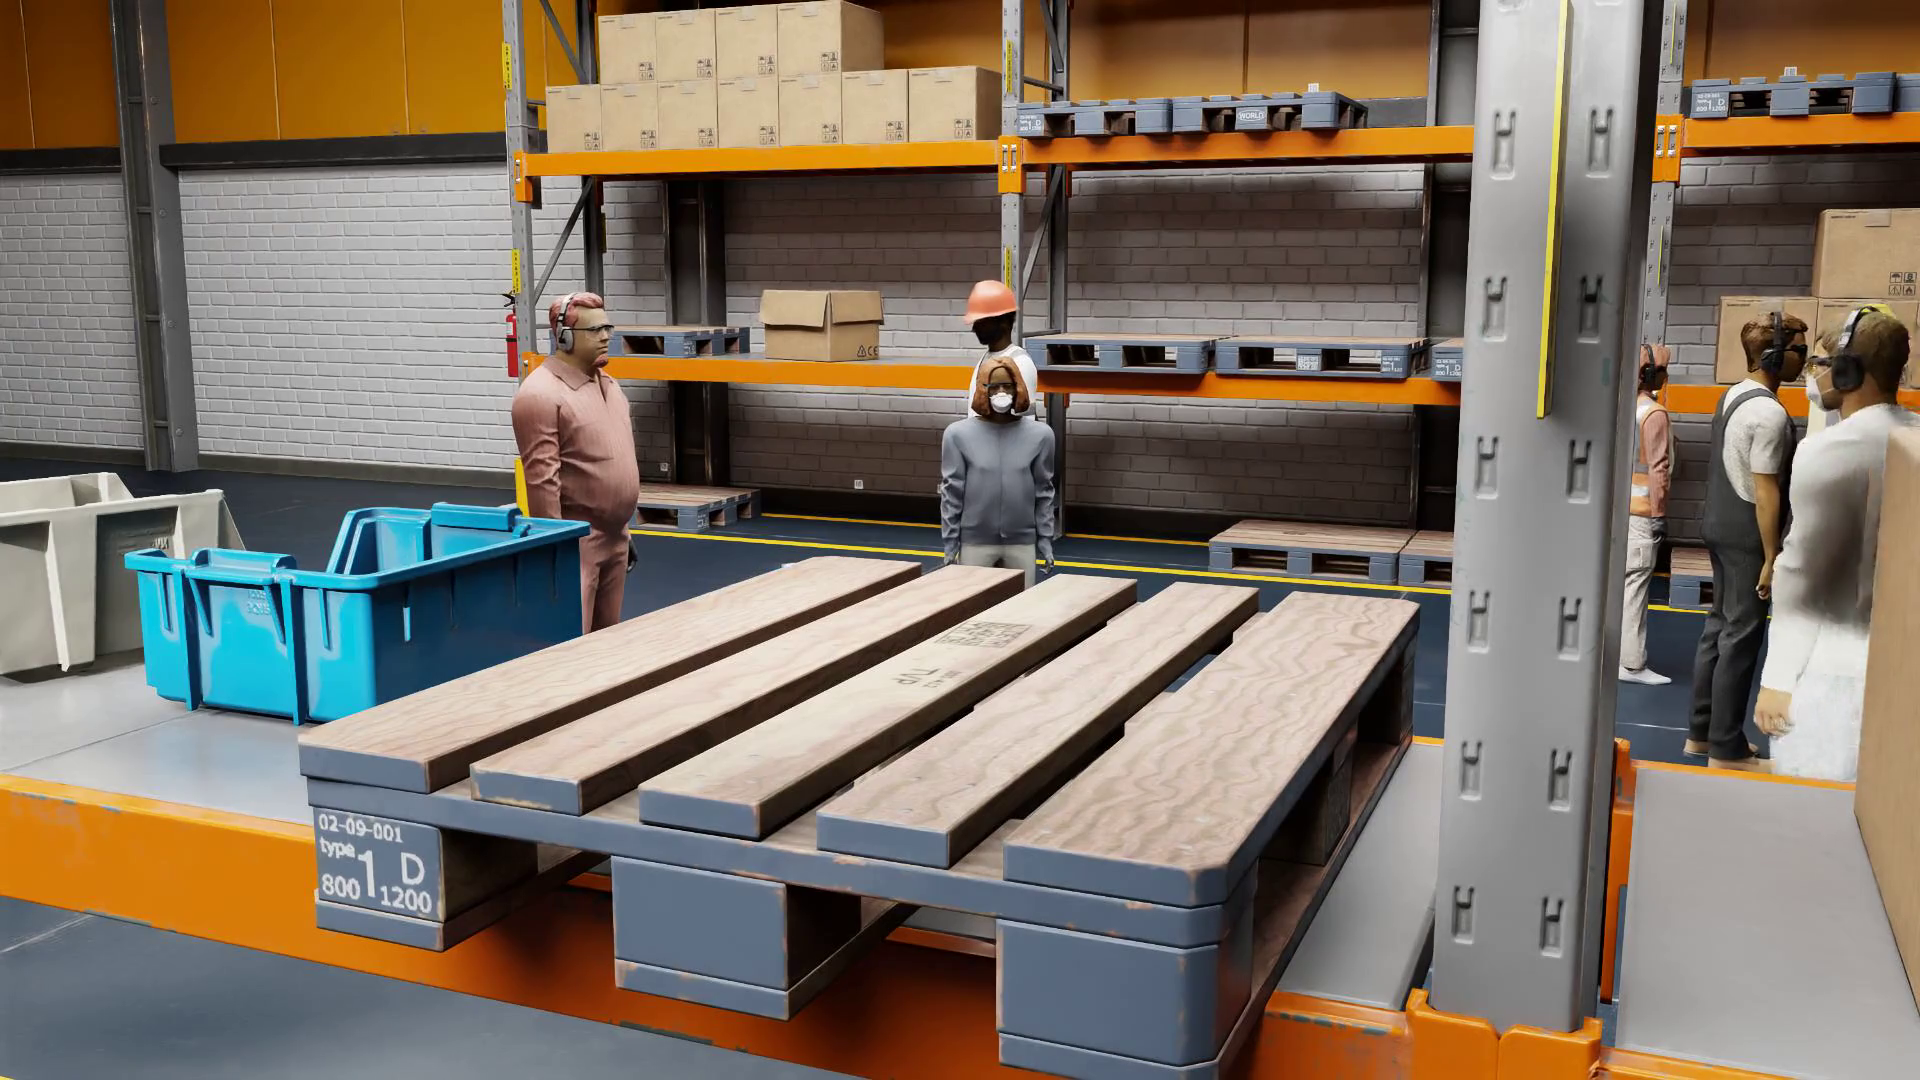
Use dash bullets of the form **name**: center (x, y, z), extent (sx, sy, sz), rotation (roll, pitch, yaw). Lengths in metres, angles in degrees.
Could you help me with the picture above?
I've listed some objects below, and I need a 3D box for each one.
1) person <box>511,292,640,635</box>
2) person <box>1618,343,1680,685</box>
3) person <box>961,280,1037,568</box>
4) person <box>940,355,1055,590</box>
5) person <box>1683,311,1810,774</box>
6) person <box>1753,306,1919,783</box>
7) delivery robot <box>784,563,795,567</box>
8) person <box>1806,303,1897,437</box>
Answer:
- **person**: center (-1.453, -0.007, 6.520), extent (0.407, 1.908, 0.641), rotation (3, 10, 16)
- **person**: center (3.253, -0.128, 8.036), extent (0.309, 1.641, 0.511), rotation (-1, 10, -7)
- **person**: center (0.178, -0.359, 8.547), extent (0.363, 1.933, 0.543), rotation (-4, 10, -24)
- **person**: center (0.165, 0.030, 7.113), extent (0.500, 1.633, 0.280), rotation (-2, 10, -10)
- **person**: center (3.099, 0.028, 6.533), extent (0.342, 1.841, 0.511), rotation (1, 10, 8)
- **person**: center (2.435, 0.344, 4.396), extent (0.641, 1.915, 0.719), rotation (-7, 12, -38)
- **delivery robot**: center (-0.803, 0.357, 8.096), extent (0.707, 0.478, 0.477), rotation (3, 10, 19)
- **person**: center (4.219, -0.198, 7.880), extent (0.404, 1.829, 0.600), rotation (2, 10, 9)
